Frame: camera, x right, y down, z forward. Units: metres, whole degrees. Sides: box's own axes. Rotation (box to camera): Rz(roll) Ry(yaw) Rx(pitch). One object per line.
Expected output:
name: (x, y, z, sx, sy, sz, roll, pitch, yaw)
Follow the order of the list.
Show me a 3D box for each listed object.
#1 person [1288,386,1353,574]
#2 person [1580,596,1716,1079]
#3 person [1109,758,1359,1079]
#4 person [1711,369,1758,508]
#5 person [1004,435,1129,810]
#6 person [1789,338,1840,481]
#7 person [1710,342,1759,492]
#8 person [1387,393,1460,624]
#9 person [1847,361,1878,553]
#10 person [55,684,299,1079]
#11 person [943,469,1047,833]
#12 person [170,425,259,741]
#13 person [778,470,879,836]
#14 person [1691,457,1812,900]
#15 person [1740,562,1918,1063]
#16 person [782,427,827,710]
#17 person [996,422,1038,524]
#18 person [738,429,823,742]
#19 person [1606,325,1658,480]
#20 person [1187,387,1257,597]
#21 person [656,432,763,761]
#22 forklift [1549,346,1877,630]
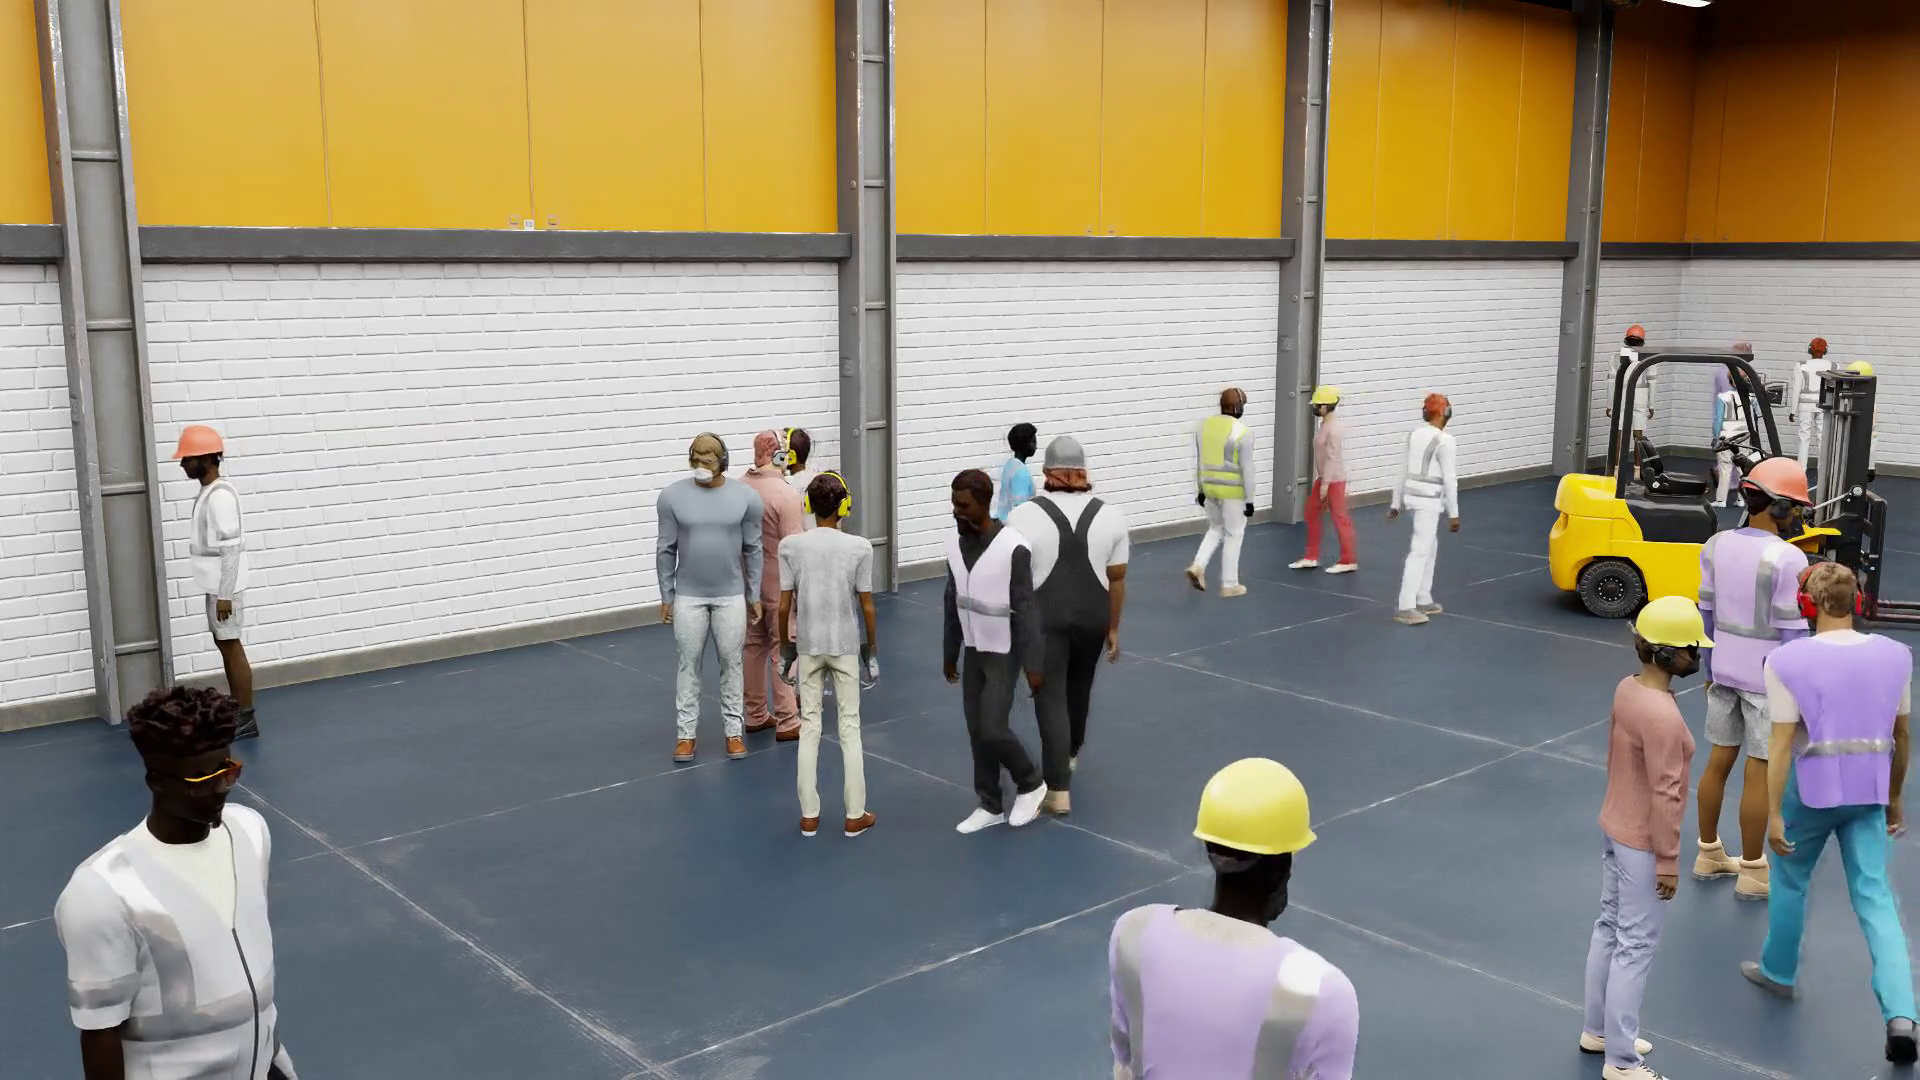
person: (3.347, -0.550, 15.379, 0.701, 1.741, 0.566, 0, 10, -2)
person: (2.454, 1.064, 5.915, 0.327, 1.767, 0.533, 1, 10, 5)
person: (0.581, 1.395, 3.556, 0.590, 1.915, 0.415, 7, 12, 35)
person: (9.040, -1.184, 19.430, 0.514, 1.645, 0.307, -1, 10, -6)
person: (0.550, 0.382, 9.102, 0.688, 2.000, 1.056, -2, 10, -12)
person: (11.159, -1.699, 21.749, 0.575, 1.882, 0.360, 2, 10, 11)
person: (9.595, -1.508, 20.600, 0.635, 1.889, 0.661, -3, 10, -19)
person: (3.757, -0.255, 13.475, 0.557, 1.841, 0.719, -2, 10, -11)
person: (8.712, -0.786, 16.272, 0.370, 1.927, 0.588, -3, 10, -19)
person: (-1.822, 1.295, 3.981, 0.366, 1.962, 0.614, 3, 10, 15)
person: (0.162, 0.574, 8.415, 0.455, 1.894, 0.657, -9, 13, -41)
person: (-4.526, 0.266, 10.094, 0.378, 1.932, 0.551, -6, 11, -30)
person: (-0.671, 0.581, 8.454, 0.523, 1.865, 0.317, 1, 10, 6)
person: (3.669, 0.632, 7.663, 0.389, 2.034, 0.605, -3, 10, -17)
person: (3.329, 0.992, 6.254, 0.603, 1.800, 0.930, 0, 10, -2)
person: (-1.086, 0.195, 10.743, 0.456, 1.851, 0.534, 6, 12, 33)
person: (0.391, -0.070, 12.802, 0.438, 1.683, 0.540, -1, 10, -7)
person: (-1.123, 0.272, 10.147, 0.410, 1.907, 0.642, -10, 14, -44)
person: (8.818, -1.800, 21.873, 0.611, 2.043, 0.375, 4, 10, 20)
person: (2.285, -0.402, 14.314, 0.475, 1.829, 0.646, -7, 12, -37)
person: (-1.455, 0.330, 9.719, 0.627, 1.935, 0.371, -1, 10, -7)
forklift: (6.109, -0.478, 13.691, 2.313, 2.155, 1.214, 3, 10, 16)
